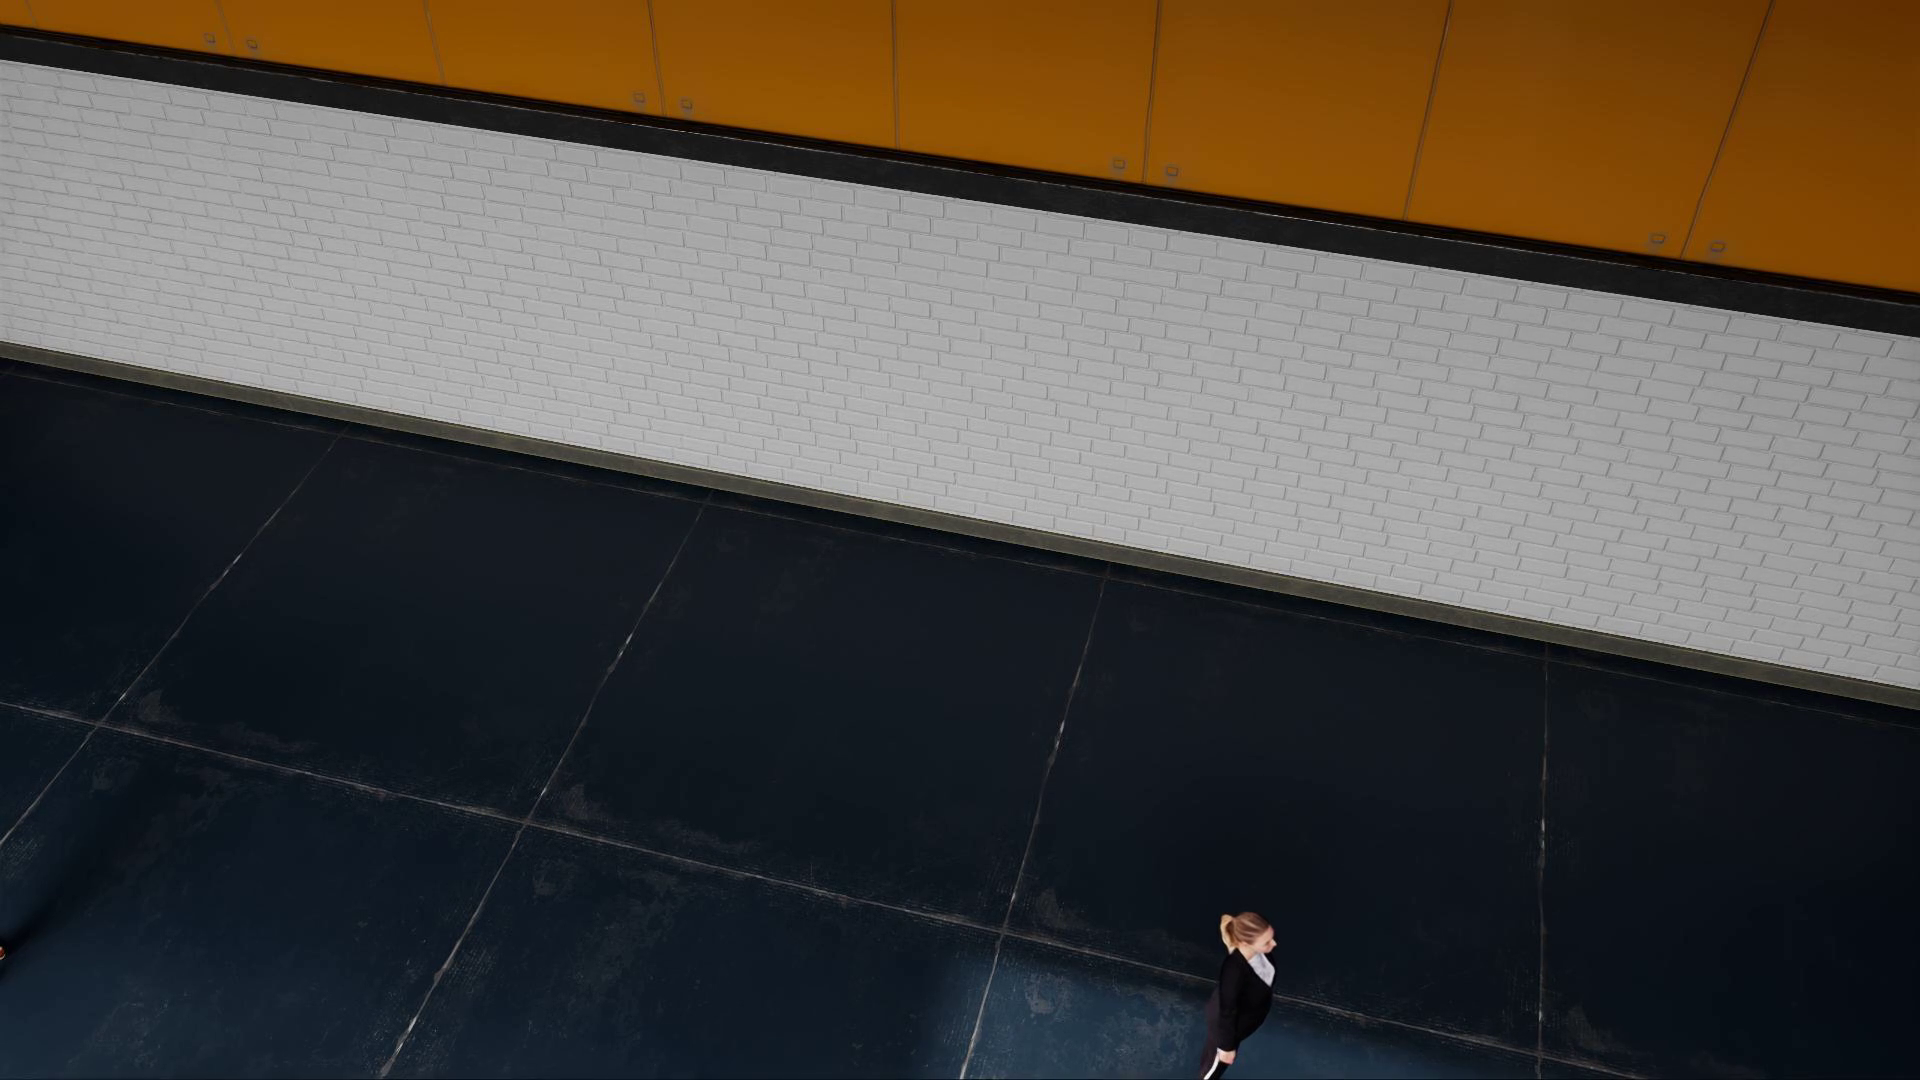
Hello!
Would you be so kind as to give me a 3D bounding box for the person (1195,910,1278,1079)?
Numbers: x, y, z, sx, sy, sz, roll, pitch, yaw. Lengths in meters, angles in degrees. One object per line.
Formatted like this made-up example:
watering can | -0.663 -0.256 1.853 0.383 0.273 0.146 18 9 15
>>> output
person | 1.337 2.358 8.241 0.693 1.706 0.516 17 46 17
